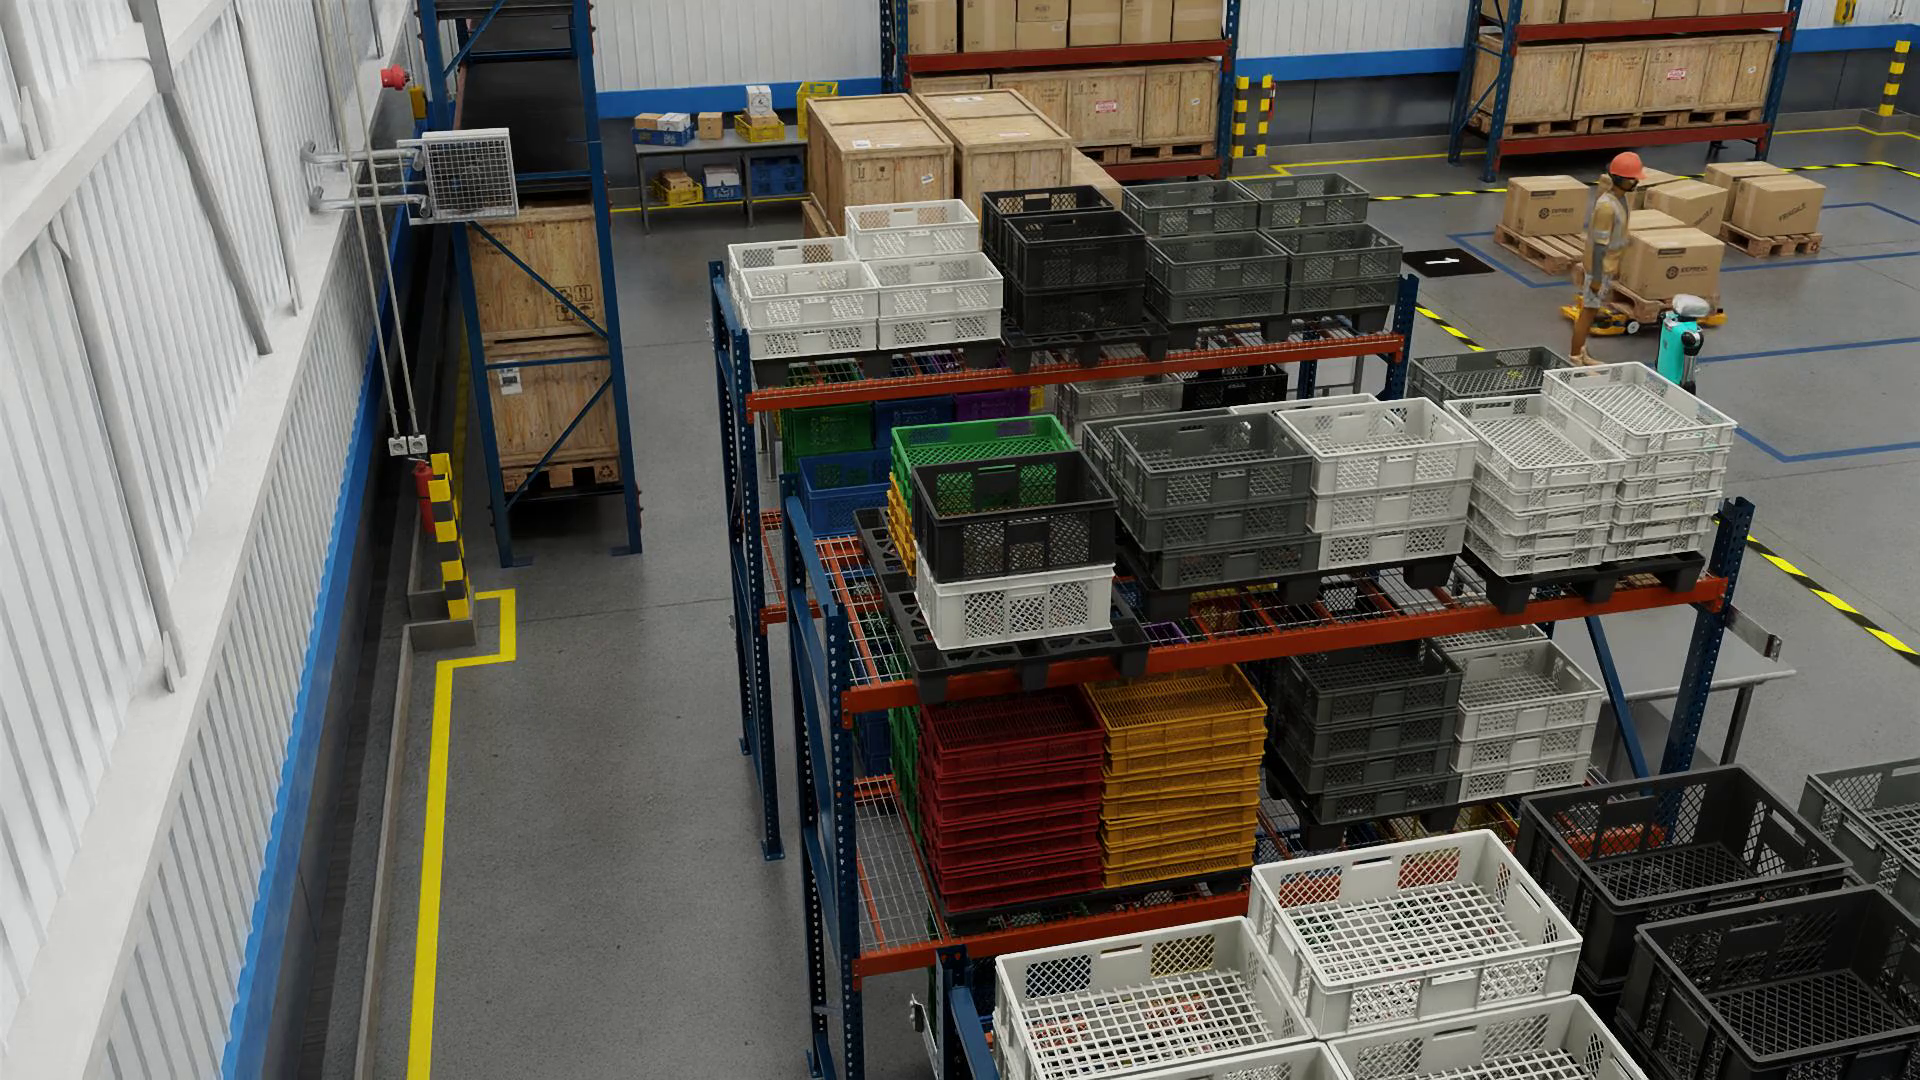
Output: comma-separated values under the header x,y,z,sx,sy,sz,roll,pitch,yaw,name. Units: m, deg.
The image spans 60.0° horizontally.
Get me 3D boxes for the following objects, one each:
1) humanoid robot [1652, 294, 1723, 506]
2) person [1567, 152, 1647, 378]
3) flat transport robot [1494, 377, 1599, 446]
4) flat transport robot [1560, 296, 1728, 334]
x,y,z,sx,sy,sz,roll,pitch,yaw,name
5.414,-0.995,12.215,0.735,1.677,0.533,-1,28,-2,humanoid robot
5.732,-2.431,14.759,0.394,2.042,0.608,15,31,26,person
4.780,-1.036,14.013,0.659,0.231,1.431,-6,28,-12,flat transport robot
6.715,-2.269,16.321,1.431,0.197,0.652,-6,28,-12,flat transport robot
